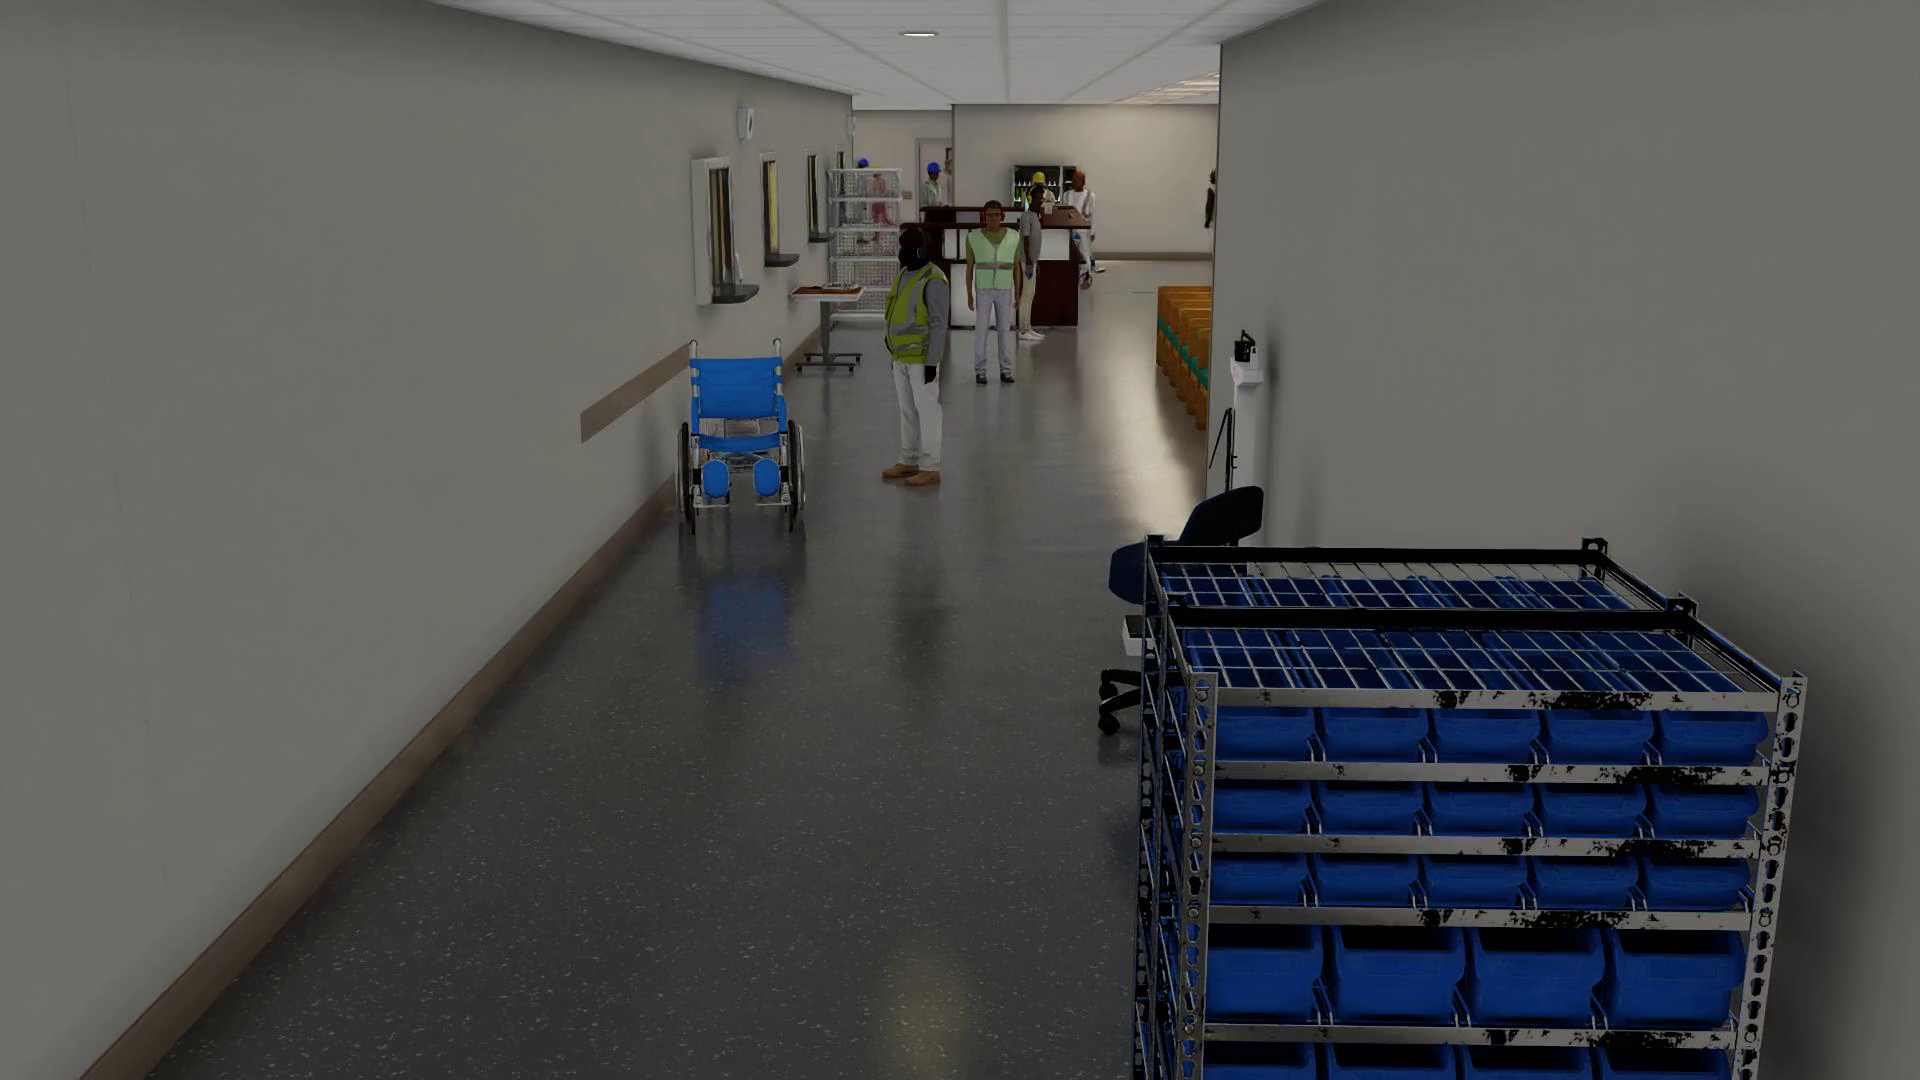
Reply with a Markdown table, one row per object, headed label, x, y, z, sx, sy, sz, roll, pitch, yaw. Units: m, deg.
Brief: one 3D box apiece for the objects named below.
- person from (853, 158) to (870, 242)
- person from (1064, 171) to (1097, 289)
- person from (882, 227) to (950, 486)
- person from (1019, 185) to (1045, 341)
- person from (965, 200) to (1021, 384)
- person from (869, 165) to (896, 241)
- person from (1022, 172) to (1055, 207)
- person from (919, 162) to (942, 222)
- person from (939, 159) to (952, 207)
| label | x | y | z | sx | sy | sz | roll | pitch | yaw |
| --- | --- | --- | --- | --- | --- | --- | --- | --- | --- |
| person | -2.293 | -7.616 | 37.406 | 0.626 | 1.913 | 0.657 | -7 | 16 | -28 |
| person | 1.926 | -4.988 | 26.817 | 0.589 | 1.875 | 0.368 | 9 | 16 | 32 |
| person | -0.327 | -1.317 | 11.983 | 0.429 | 1.846 | 0.627 | -8 | 16 | -30 |
| person | 0.877 | -3.369 | 20.270 | 0.330 | 1.865 | 0.518 | 3 | 14 | 12 |
| person | 0.329 | -2.504 | 16.820 | 0.561 | 1.838 | 0.387 | -3 | 14 | -11 |
| person | -1.834 | -7.838 | 38.657 | 0.650 | 1.748 | 0.520 | -11 | 18 | -39 |
| person | 1.346 | -5.441 | 28.773 | 0.592 | 1.822 | 0.403 | 2 | 14 | 8 |
| person | -0.509 | -5.910 | 30.400 | 0.392 | 1.949 | 0.602 | 8 | 16 | 29 |
| person | -0.243 | -7.411 | 36.596 | 0.404 | 1.903 | 0.636 | 2 | 14 | 10 |
